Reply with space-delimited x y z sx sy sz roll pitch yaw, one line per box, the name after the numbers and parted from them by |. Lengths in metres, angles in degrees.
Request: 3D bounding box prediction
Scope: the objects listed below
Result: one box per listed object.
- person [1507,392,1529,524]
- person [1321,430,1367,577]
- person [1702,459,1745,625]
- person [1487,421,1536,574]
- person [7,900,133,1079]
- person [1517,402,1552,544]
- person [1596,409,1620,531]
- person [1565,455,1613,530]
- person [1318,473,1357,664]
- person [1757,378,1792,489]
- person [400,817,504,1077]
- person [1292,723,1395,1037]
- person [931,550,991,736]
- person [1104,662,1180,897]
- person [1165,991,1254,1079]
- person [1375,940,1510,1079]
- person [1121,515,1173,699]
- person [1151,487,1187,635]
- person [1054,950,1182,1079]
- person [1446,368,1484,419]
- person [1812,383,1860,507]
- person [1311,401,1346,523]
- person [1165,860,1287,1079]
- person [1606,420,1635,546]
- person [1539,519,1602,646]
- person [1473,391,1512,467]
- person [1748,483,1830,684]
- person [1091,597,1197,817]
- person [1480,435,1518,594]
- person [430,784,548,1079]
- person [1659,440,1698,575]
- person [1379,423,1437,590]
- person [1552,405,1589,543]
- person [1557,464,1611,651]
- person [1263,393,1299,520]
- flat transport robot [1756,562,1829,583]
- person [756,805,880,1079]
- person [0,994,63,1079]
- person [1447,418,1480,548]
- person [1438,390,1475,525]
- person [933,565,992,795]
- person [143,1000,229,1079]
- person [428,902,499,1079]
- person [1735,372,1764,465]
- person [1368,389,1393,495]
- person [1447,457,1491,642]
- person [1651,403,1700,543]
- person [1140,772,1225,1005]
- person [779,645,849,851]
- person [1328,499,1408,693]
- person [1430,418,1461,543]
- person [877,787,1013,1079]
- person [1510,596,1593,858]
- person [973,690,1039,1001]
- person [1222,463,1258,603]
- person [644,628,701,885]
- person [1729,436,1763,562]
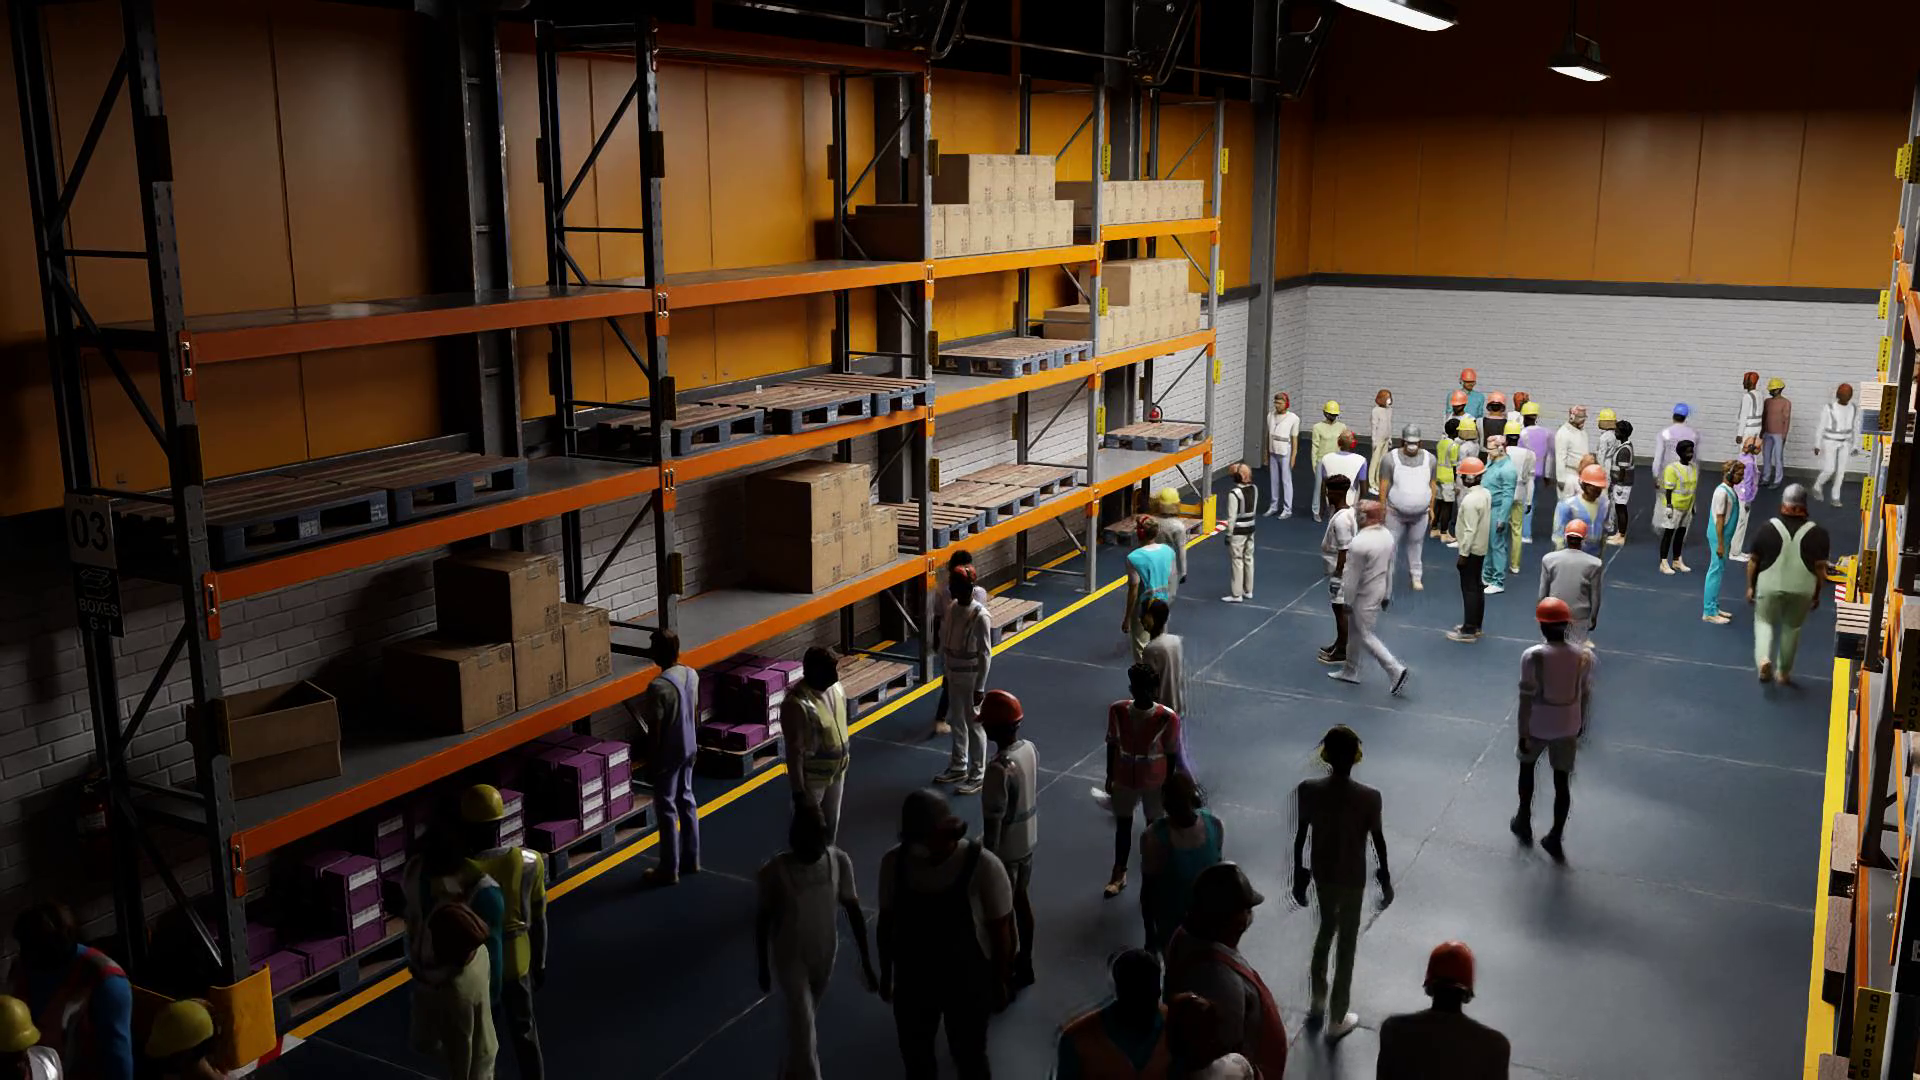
7.912 -1.171 23.707 0.346 1.882 0.578 -3 13 -14 | person
4.726 -0.439 20.520 0.570 1.840 0.373 7 14 28 | person
8.500 0.009 18.515 0.345 1.844 0.504 7 15 30 | person
6.853 -0.533 20.772 0.587 1.920 0.397 3 13 13 | person
-3.991 2.479 7.500 0.632 1.833 0.431 5 13 19 | person
7.623 -0.926 22.544 0.614 1.902 0.687 -5 13 -20 | person
8.932 -0.952 23.067 0.483 1.738 0.320 -12 17 -43 | person
7.593 -0.217 20.087 0.509 1.599 0.733 -3 13 -13 | person
3.863 0.289 16.984 0.364 1.962 0.613 4 13 16 | person
12.862 -1.685 26.309 0.342 1.754 0.533 -5 13 -21 | person
-2.575 2.249 8.565 0.652 1.813 0.512 7 14 27 | person
2.227 1.985 9.683 0.548 1.840 0.432 9 15 34 | person
0.009 0.902 14.971 0.512 1.634 0.915 10 16 36 | person
1.242 1.659 11.462 0.532 1.696 0.318 5 14 22 | person
0.872 2.657 6.648 0.582 1.850 0.858 -10 16 -38 | person
2.085 2.576 7.250 0.569 1.743 0.351 4 13 17 | person
1.749 0.677 15.519 0.565 1.846 0.390 -11 17 -41 | person
2.148 0.302 17.459 0.504 1.728 0.402 10 16 38 | person
0.718 2.583 6.917 0.620 1.867 0.981 -7 14 -28 | person
7.749 -1.643 25.566 0.611 1.996 0.378 -1 13 -5 | person
13.127 -1.434 24.916 0.616 1.867 0.449 -1 13 -5 | person
5.265 -1.119 23.755 0.525 1.760 0.341 -2 13 -11 | person
1.182 2.388 7.419 0.537 2.000 0.682 -2 13 -9 | person
8.888 -0.768 22.345 0.320 1.694 0.535 6 14 23 | person
5.794 0.661 15.821 0.566 1.744 0.350 7 14 28 | person
7.235 -1.010 22.661 0.613 2.033 0.411 4 13 17 | person
8.016 0.438 16.147 0.691 2.000 0.713 5 14 23 | person
1.469 1.323 12.688 1.005 1.812 0.523 11 17 40 | person
6.351 -0.311 19.821 0.408 1.903 0.638 -1 13 -4 | person
-2.419 2.191 8.598 0.582 1.918 0.405 -8 15 -33 | person
8.980 -0.415 20.745 0.535 1.697 0.318 -7 14 -28 | person
5.357 -0.394 19.874 0.688 2.000 0.536 0 13 2 | person
8.235 -0.880 22.392 0.653 1.894 0.400 -12 17 -43 | person
6.484 0.180 17.376 0.606 2.012 0.593 -3 13 -15 | person
4.655 -1.221 24.039 0.387 1.837 0.562 -9 15 -35 | person
10.311 0.344 20.563 0.652 0.197 1.431 8 15 31 | flat transport robot
-0.741 2.229 8.675 0.547 1.788 0.942 -8 15 -31 | person
-3.776 2.665 6.667 0.403 1.826 0.594 5 14 22 | person
6.733 -0.760 22.199 0.308 1.738 0.485 10 16 38 | person
7.040 -1.169 23.605 0.386 1.929 0.543 -10 16 -37 | person
0.030 1.117 13.465 0.356 1.883 0.572 -8 15 -32 | person
-3.041 2.667 6.824 0.539 1.757 0.538 11 17 42 | person
-2.337 2.485 7.903 0.288 1.633 0.497 -1 13 -5 | person
12.372 -1.699 26.098 0.568 1.878 0.350 -12 17 -44 | person
6.558 -1.530 25.873 0.500 1.636 0.281 -12 17 -43 | person
5.449 0.096 17.787 0.400 1.989 0.623 8 15 32 | person
9.704 -0.913 22.567 0.598 1.898 1.058 2 13 9 | person
1.242 2.106 9.212 0.566 1.803 0.435 -4 13 -17 | person
-0.969 1.611 11.388 0.430 1.834 0.645 7 15 30 | person
3.980 0.537 16.071 0.818 1.876 0.638 10 16 38 | person
6.611 -0.812 22.546 0.321 1.689 0.534 -2 13 -10 | person
-0.106 2.171 8.387 0.707 2.000 0.535 5 13 20 | person
4.373 1.349 12.366 0.562 1.906 0.773 1 13 3 | person
0.264 1.844 10.110 0.388 1.930 0.544 6 14 27 | person
3.285 -0.086 19.405 0.310 1.639 0.518 11 17 41 | person
-2.037 1.520 11.777 0.348 1.836 0.517 6 14 27 | person
10.107 -0.531 21.412 0.324 1.631 0.521 4 13 18 | person
